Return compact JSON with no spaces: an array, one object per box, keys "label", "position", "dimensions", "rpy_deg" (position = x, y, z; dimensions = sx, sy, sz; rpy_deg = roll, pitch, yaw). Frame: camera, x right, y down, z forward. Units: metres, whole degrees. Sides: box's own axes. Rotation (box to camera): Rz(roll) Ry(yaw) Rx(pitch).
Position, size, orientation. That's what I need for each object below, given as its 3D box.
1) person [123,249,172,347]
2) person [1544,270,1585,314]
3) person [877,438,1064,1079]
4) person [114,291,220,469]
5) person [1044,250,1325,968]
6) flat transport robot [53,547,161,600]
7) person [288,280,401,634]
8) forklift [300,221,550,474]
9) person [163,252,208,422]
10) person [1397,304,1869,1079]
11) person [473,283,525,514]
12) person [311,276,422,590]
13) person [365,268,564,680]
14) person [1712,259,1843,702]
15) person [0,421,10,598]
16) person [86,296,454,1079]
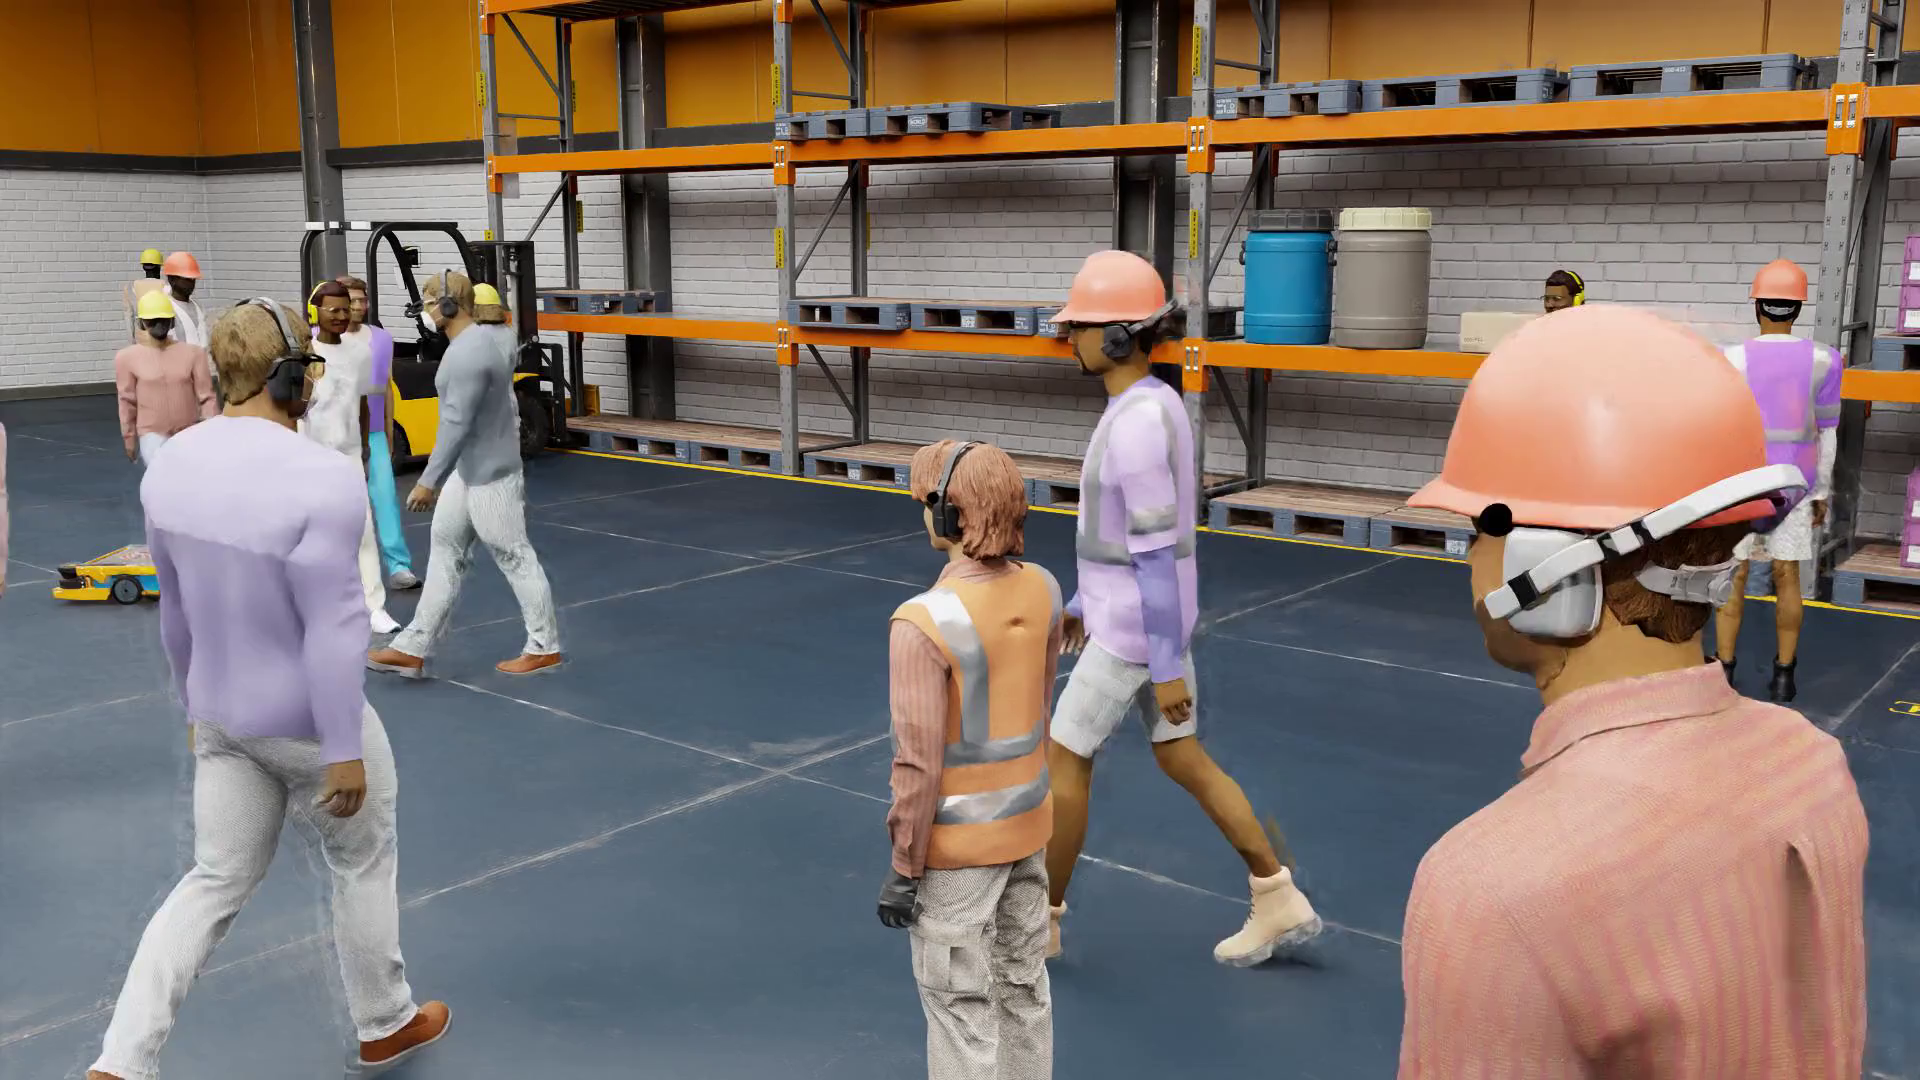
[{"label":"person","position":[-8.684,-2.175,17.993],"dimensions":[0.595,1.925,0.375],"rpy_deg":[-2,10,-12]},{"label":"person","position":[3.361,-0.576,9.345],"dimensions":[0.320,1.860,0.505],"rpy_deg":[-6,12,-31]},{"label":"person","position":[0.028,0.612,3.348],"dimensions":[0.308,1.641,0.514],"rpy_deg":[7,12,33]},{"label":"person","position":[-4.795,-0.645,10.094],"dimensions":[0.533,1.720,0.906],"rpy_deg":[-8,13,-37]},{"label":"person","position":[0.537,0.220,4.554],"dimensions":[1.014,2.004,0.613],"rpy_deg":[3,11,15]},{"label":"flat transport robot","position":[-4.330,0.176,9.554],"dimensions":[1.431,0.197,0.652],"rpy_deg":[-1,10,-2]},{"label":"person","position":[-3.315,-0.445,8.729],"dimensions":[0.518,1.825,0.962],"rpy_deg":[-9,14,-41]},{"label":"forklift","position":[-4.922,-1.741,14.854],"dimensions":[1.214,2.155,2.313],"rpy_deg":[8,13,38]},{"label":"person","position":[-5.765,-1.174,12.431],"dimensions":[0.370,1.932,0.550],"rpy_deg":[2,10,9]},{"label":"person","position":[0.628,0.796,1.419],"dimensions":[0.629,1.977,0.674],"rpy_deg":[-9,14,-41]},{"label":"person","position":[-3.295,-0.907,11.550],"dimensions":[0.671,1.722,0.492],"rpy_deg":[7,12,33]},{"label":"person","position":[-3.448,-0.590,9.525],"dimensions":[0.565,1.808,0.903],"rpy_deg":[-8,13,-38]},{"label":"person","position":[-2.303,-0.269,7.536],"dimensions":[0.994,1.881,0.616],"rpy_deg":[-4,11,-21]},{"label":"person","position":[3.524,-0.249,7.294],"dimensions":[0.544,1.939,0.353],"rpy_deg":[3,11,14]},{"label":"person","position":[-3.708,0.090,5.974],"dimensions":[0.540,1.731,0.740],"rpy_deg":[-4,11,-21]},{"label":"person","position":[-1.610,0.411,3.751],"dimensions":[0.639,1.907,0.938],"rpy_deg":[5,11,25]}]
